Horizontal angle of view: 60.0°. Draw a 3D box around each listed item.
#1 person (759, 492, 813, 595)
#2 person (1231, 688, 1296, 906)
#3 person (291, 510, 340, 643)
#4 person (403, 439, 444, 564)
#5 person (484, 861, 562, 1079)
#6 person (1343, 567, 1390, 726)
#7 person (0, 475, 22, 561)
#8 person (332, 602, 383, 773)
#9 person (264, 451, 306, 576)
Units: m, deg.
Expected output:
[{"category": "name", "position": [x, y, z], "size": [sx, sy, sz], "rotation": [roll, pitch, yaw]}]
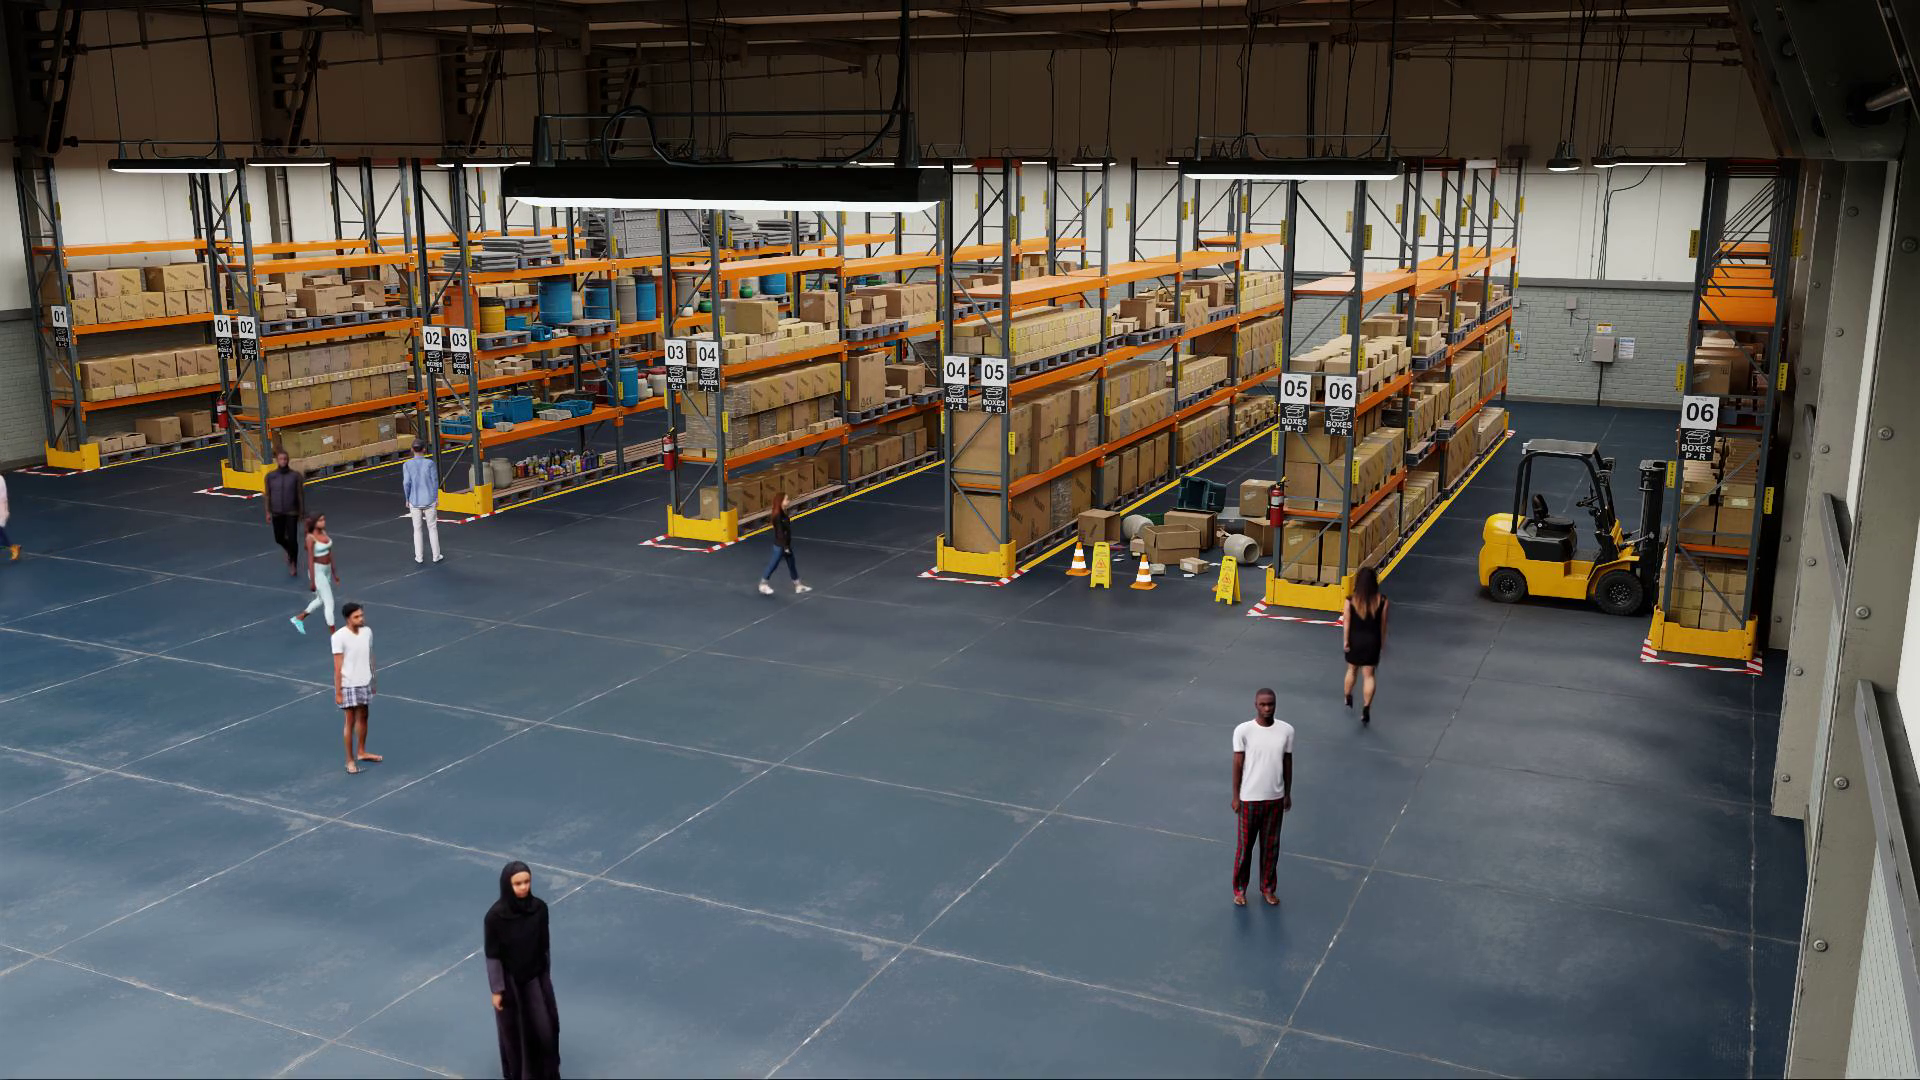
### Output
[{"category": "person", "position": [-2.564, 0.072, 23.249], "size": [0.733, 1.447, 0.957], "rotation": [3, 13, 14]}, {"category": "person", "position": [2.471, 2.092, 13.663], "size": [0.731, 1.836, 0.709], "rotation": [-1, 13, -3]}, {"category": "person", "position": [-8.131, 0.465, 20.985], "size": [0.790, 1.702, 1.034], "rotation": [3, 13, 11]}, {"category": "person", "position": [-8.138, -0.601, 25.175], "size": [0.737, 1.888, 0.768], "rotation": [-3, 13, -13]}, {"category": "person", "position": [-2.914, 2.840, 10.931], "size": [0.851, 1.611, 0.890], "rotation": [-7, 15, -26]}, {"category": "person", "position": [4.392, 1.167, 17.975], "size": [0.820, 1.691, 0.979], "rotation": [2, 13, 7]}, {"category": "person", "position": [-14.414, -0.446, 24.875], "size": [0.847, 1.721, 1.121], "rotation": [2, 13, 10]}, {"category": "person", "position": [-6.096, 1.441, 16.734], "size": [0.745, 1.717, 0.504], "rotation": [4, 14, 17]}, {"category": "person", "position": [-9.924, -0.406, 24.491], "size": [1.032, 1.816, 1.129], "rotation": [-3, 13, -13]}]
